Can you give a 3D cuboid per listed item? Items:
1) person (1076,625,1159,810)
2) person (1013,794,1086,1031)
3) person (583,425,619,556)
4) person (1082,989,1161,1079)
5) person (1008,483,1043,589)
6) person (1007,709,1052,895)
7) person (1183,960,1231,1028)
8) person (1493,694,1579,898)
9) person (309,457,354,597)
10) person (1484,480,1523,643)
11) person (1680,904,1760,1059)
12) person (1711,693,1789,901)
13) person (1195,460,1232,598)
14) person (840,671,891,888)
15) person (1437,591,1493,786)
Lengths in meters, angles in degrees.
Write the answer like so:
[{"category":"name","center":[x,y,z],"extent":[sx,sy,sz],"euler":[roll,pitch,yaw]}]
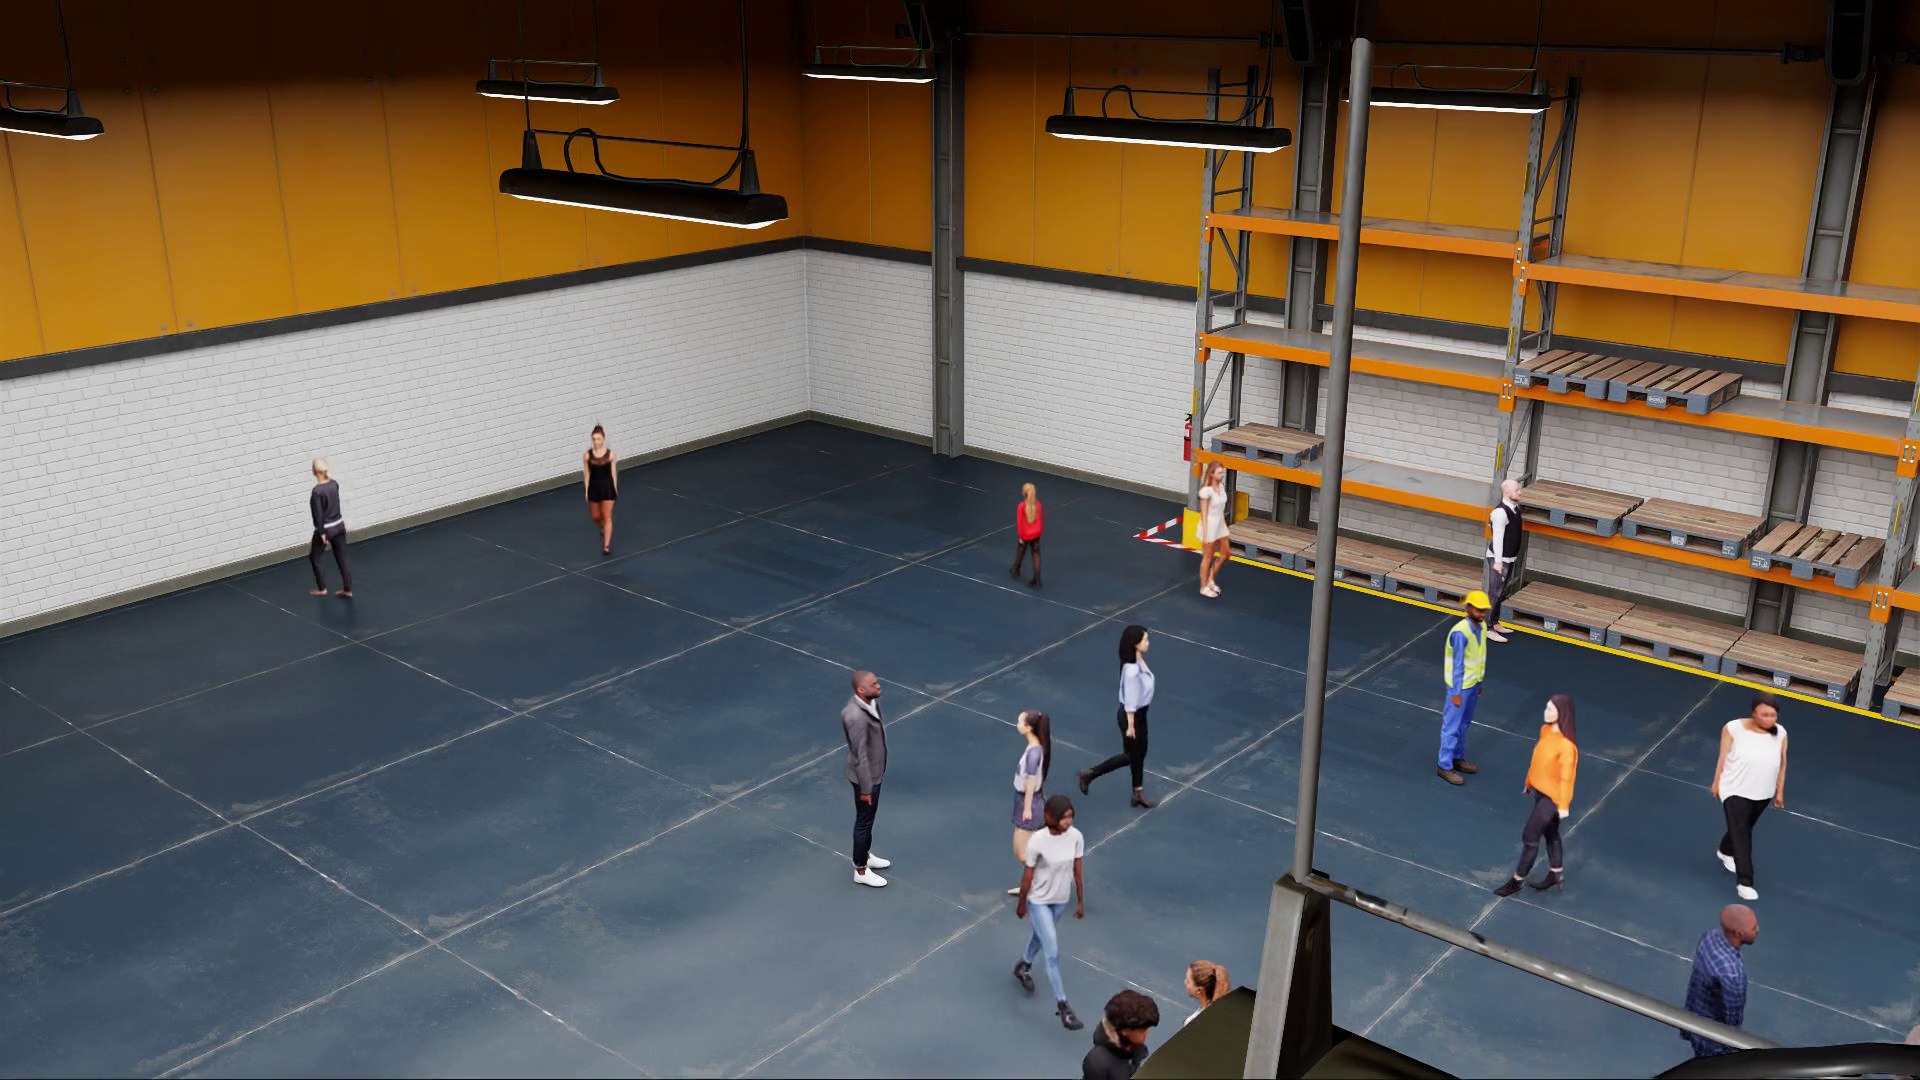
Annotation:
[{"category":"person","center":[1.417,1.564,14.556],"extent":[1.081,1.731,0.928],"euler":[3,19,10]},{"category":"person","center":[0.585,2.540,11.756],"extent":[0.871,1.669,1.234],"euler":[-10,21,-28]},{"category":"person","center":[-4.565,-0.657,21.260],"extent":[0.862,1.661,0.929],"euler":[-2,19,-6]},{"category":"person","center":[0.746,3.305,9.365],"extent":[0.688,1.745,0.714],"euler":[14,23,37]},{"category":"person","center":[0.867,-0.036,20.055],"extent":[0.747,1.253,0.941],"euler":[-7,20,-20]},{"category":"person","center":[0.640,2.111,13.081],"extent":[0.884,1.635,0.796],"euler":[3,19,9]},{"category":"person","center":[1.491,3.252,9.638],"extent":[1.179,1.672,0.852],"euler":[7,20,20]},{"category":"person","center":[4.756,2.034,13.164],"extent":[0.982,1.729,0.905],"euler":[0,19,-1]},{"category":"person","center":[-7.387,-0.136,19.637],"extent":[0.796,1.710,0.696],"euler":[10,21,27]},{"category":"person","center":[6.017,0.205,18.448],"extent":[0.634,1.824,0.718],"euler":[11,22,30]},{"category":"person","center":[4.514,3.006,10.157],"extent":[0.854,1.806,0.819],"euler":[2,19,6]},{"category":"person","center":[6.338,1.991,13.413],"extent":[1.115,1.652,1.127],"euler":[0,19,0]},{"category":"person","center":[2.930,-0.148,19.719],"extent":[0.619,1.680,0.629],"euler":[-16,24,-39]},{"category":"person","center":[-0.772,1.894,13.440],"extent":[0.816,1.818,0.805],"euler":[2,19,5]},{"category":"person","center":[4.607,1.306,15.198],"extent":[0.604,1.810,0.676],"euler":[18,25,42]}]
